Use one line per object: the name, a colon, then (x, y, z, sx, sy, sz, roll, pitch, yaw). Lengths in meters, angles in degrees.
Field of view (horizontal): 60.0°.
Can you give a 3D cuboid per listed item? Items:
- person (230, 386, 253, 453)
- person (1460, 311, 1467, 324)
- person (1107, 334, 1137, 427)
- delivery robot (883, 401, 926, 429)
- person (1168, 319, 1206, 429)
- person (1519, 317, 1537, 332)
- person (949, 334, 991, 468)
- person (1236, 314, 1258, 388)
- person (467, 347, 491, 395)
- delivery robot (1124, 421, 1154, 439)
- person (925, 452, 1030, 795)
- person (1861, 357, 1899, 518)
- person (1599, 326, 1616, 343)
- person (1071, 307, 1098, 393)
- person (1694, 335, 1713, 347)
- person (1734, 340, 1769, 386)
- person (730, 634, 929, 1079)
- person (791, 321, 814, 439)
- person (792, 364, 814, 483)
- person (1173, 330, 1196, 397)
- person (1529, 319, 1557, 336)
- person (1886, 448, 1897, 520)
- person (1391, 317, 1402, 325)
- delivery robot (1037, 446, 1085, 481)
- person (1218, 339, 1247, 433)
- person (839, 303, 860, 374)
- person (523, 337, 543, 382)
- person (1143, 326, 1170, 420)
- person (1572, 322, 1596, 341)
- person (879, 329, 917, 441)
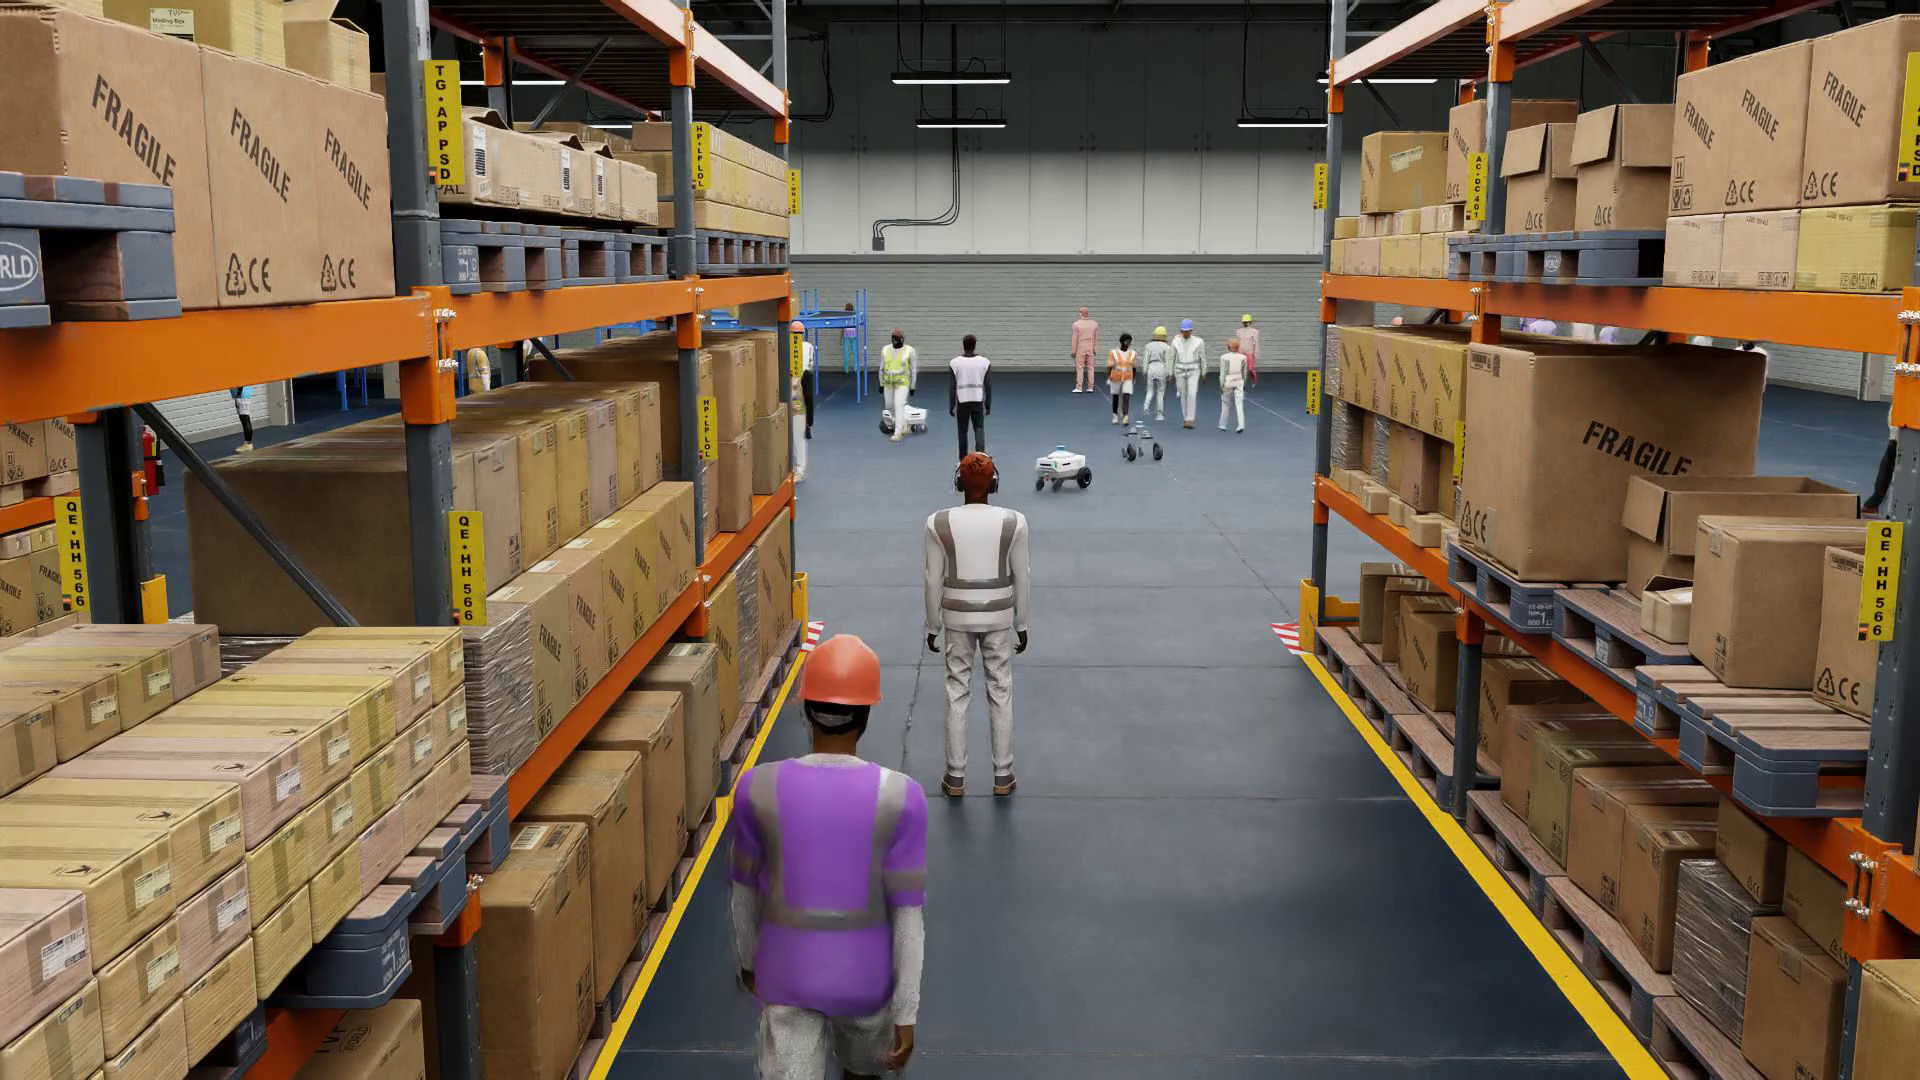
person: (-11.012, -2.186, 25.468, 0.316, 1.696, 0.541, -3, 10, -17)
person: (10.404, -3.865, 34.844, 1.071, 1.928, 0.626, -9, 13, -42)
person: (2.888, -2.861, 29.681, 0.537, 1.638, 0.911, 0, 9, 0)
delivery robot: (-0.944, -2.117, 28.313, 0.707, 0.478, 0.477, -6, 11, -32)
person: (3.940, -2.890, 29.054, 0.651, 1.902, 0.950, 3, 10, 18)
person: (14.947, -5.382, 43.572, 0.616, 2.041, 0.380, 3, 10, 15)
person: (0.138, -1.941, 23.393, 0.599, 1.904, 0.699, -2, 10, -10)
person: (6.487, -4.228, 37.549, 0.529, 1.751, 0.598, 6, 11, 30)
person: (-7.273, -2.275, 25.283, 0.355, 1.938, 0.545, -8, 12, -39)
delivery robot: (2.672, -1.646, 24.719, 0.335, 0.223, 0.698, -2, 10, -14)
person: (0.095, 0.457, 9.084, 0.574, 1.883, 0.355, 0, 9, -1)
person: (10.675, -1.186, 18.741, 1.003, 1.951, 0.626, 8, 12, 40)
person: (13.229, -3.742, 34.092, 0.453, 1.925, 0.657, 3, 10, 17)
person: (2.761, -4.240, 37.130, 0.643, 1.913, 0.410, -4, 10, -24)
person: (13.827, -3.170, 30.877, 0.569, 1.856, 0.380, -5, 11, -29)
person: (12.340, -2.377, 26.215, 0.719, 1.819, 0.653, -7, 12, -35)
person: (-0.363, 1.210, 4.606, 0.552, 1.890, 0.989, 0, 9, -2)
person: (-2.668, -2.628, 27.393, 0.357, 1.936, 0.551, 8, 13, 41)
person: (-2.216, -1.679, 22.042, 0.695, 1.820, 0.478, 5, 11, 26)
person: (4.761, -3.797, 35.302, 0.542, 1.624, 0.366, 1, 10, 7)
person: (12.724, -4.131, 36.476, 0.651, 1.913, 0.409, -2, 10, -13)
person: (7.489, -0.196, 13.048, 0.896, 1.861, 0.670, -6, 11, -30)
person: (7.316, -2.753, 27.970, 0.622, 1.992, 0.396, -2, 10, -12)
delivery robot: (1.304, -0.974, 21.467, 0.477, 0.478, 0.707, 7, 12, 38)
person: (4.707, -2.653, 28.576, 0.532, 1.593, 0.867, -2, 10, -11)
person: (-2.882, -5.276, 43.530, 0.566, 1.846, 0.389, -4, 10, -21)
person: (-8.231, -3.335, 31.930, 0.344, 1.839, 0.505, 7, 12, 35)
person: (3.644, -3.078, 30.708, 0.507, 1.729, 0.432, 5, 11, 29)
person: (14.587, -4.512, 38.821, 0.433, 1.888, 0.665, -4, 10, -22)
person: (-1.005, -2.566, 27.376, 0.633, 1.820, 0.699, 4, 10, 25)
